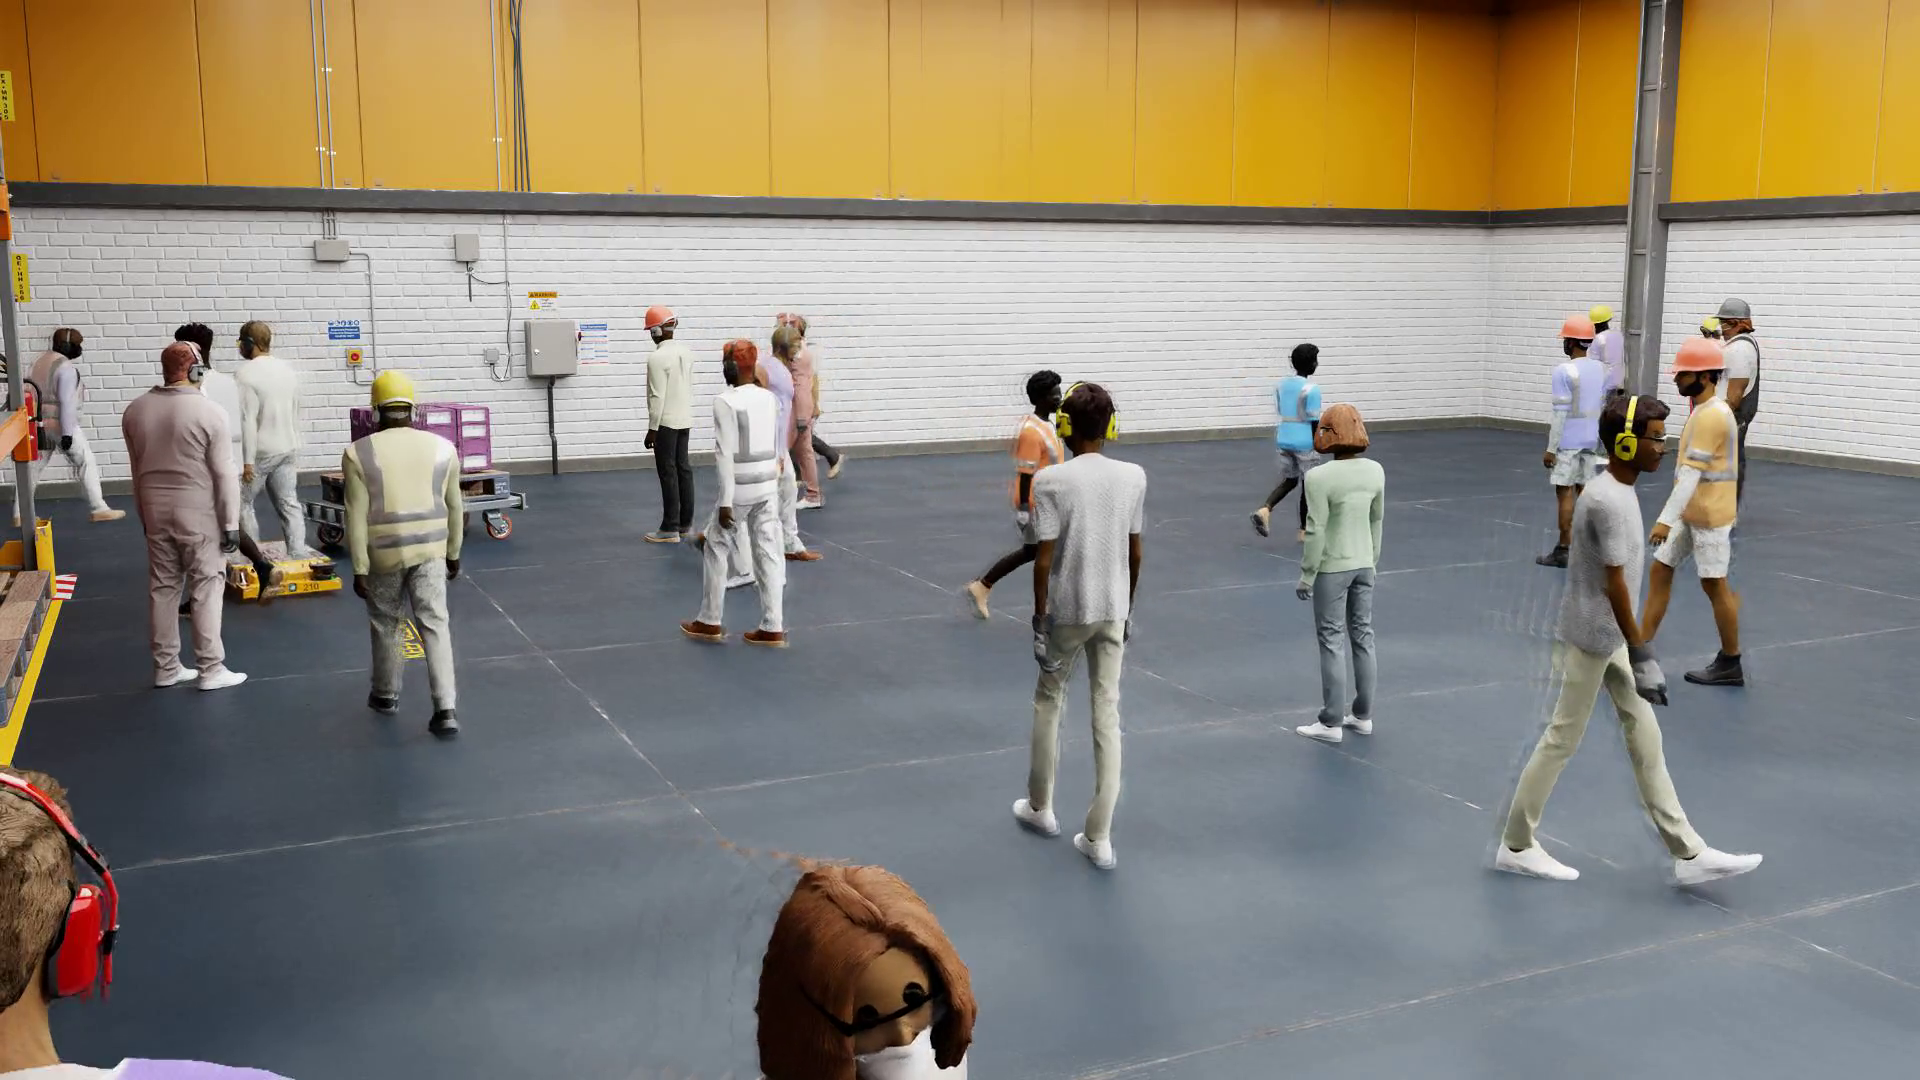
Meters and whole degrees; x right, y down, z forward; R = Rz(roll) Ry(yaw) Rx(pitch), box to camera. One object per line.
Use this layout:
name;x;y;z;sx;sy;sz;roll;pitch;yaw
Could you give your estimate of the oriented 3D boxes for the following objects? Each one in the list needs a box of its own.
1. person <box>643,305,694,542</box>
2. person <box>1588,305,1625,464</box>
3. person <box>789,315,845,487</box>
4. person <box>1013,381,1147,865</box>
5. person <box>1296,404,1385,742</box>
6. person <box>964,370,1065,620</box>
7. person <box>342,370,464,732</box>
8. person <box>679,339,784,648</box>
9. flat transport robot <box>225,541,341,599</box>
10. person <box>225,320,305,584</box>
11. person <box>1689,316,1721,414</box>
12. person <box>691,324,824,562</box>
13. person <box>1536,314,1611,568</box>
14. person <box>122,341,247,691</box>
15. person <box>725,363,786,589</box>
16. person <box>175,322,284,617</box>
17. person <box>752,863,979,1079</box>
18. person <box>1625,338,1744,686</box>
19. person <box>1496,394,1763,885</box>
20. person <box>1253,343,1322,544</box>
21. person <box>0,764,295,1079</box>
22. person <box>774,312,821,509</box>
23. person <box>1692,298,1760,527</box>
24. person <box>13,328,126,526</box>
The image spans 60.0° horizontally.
person;-2.464;-0.972;13.989;0.393;1.985;0.611;3;10;20
person;7.622;-1.823;19.612;0.736;1.888;0.361;-7;11;-36
person;-1.589;-1.451;17.479;0.652;1.823;0.512;-7;12;-37
person;0.465;0.297;6.560;0.498;1.838;0.812;-3;9;-15
person;1.838;0.160;8.052;0.501;1.632;0.280;-6;11;-32
person;0.415;-0.243;10.455;0.777;1.667;0.532;2;9;11
person;-2.748;0.053;8.273;0.610;1.784;0.940;-6;11;-34
person;-1.387;-0.284;10.105;0.830;1.853;0.614;6;11;34
flat transport robot;-5.015;0.192;12.069;0.652;0.197;1.431;-6;11;-34
person;-5.051;-0.611;11.945;0.722;1.914;0.665;3;10;16
person;8.458;-1.643;18.827;0.314;1.769;0.523;-4;10;-22
person;-1.580;-0.714;12.780;0.966;1.883;0.643;-2;9;-12
person;4.699;-0.753;12.761;0.545;1.942;0.354;-5;11;-30
person;-4.180;-0.127;9.040;0.636;1.899;0.398;2;9;12
person;-1.509;-0.450;11.884;0.579;1.620;0.521;1;9;8
person;-4.845;-0.444;10.853;0.633;1.941;0.662;3;10;16
person;-0.099;1.151;2.002;0.578;1.603;0.512;7;11;36
person;3.922;-0.147;9.116;0.888;1.898;0.547;3;10;15
person;2.433;0.394;6.007;0.959;1.820;0.498;5;10;27
person;2.777;-0.790;13.768;0.564;1.682;0.545;-5;10;-28
person;-0.923;1.094;1.669;0.580;1.809;0.862;-4;10;-25
person;-1.649;-1.204;15.745;0.723;1.880;0.674;-1;9;-7
person;6.819;-1.139;14.848;0.536;2.000;0.672;5;11;29
person;-8.102;-1.008;14.938;0.652;1.774;0.869;6;11;34
